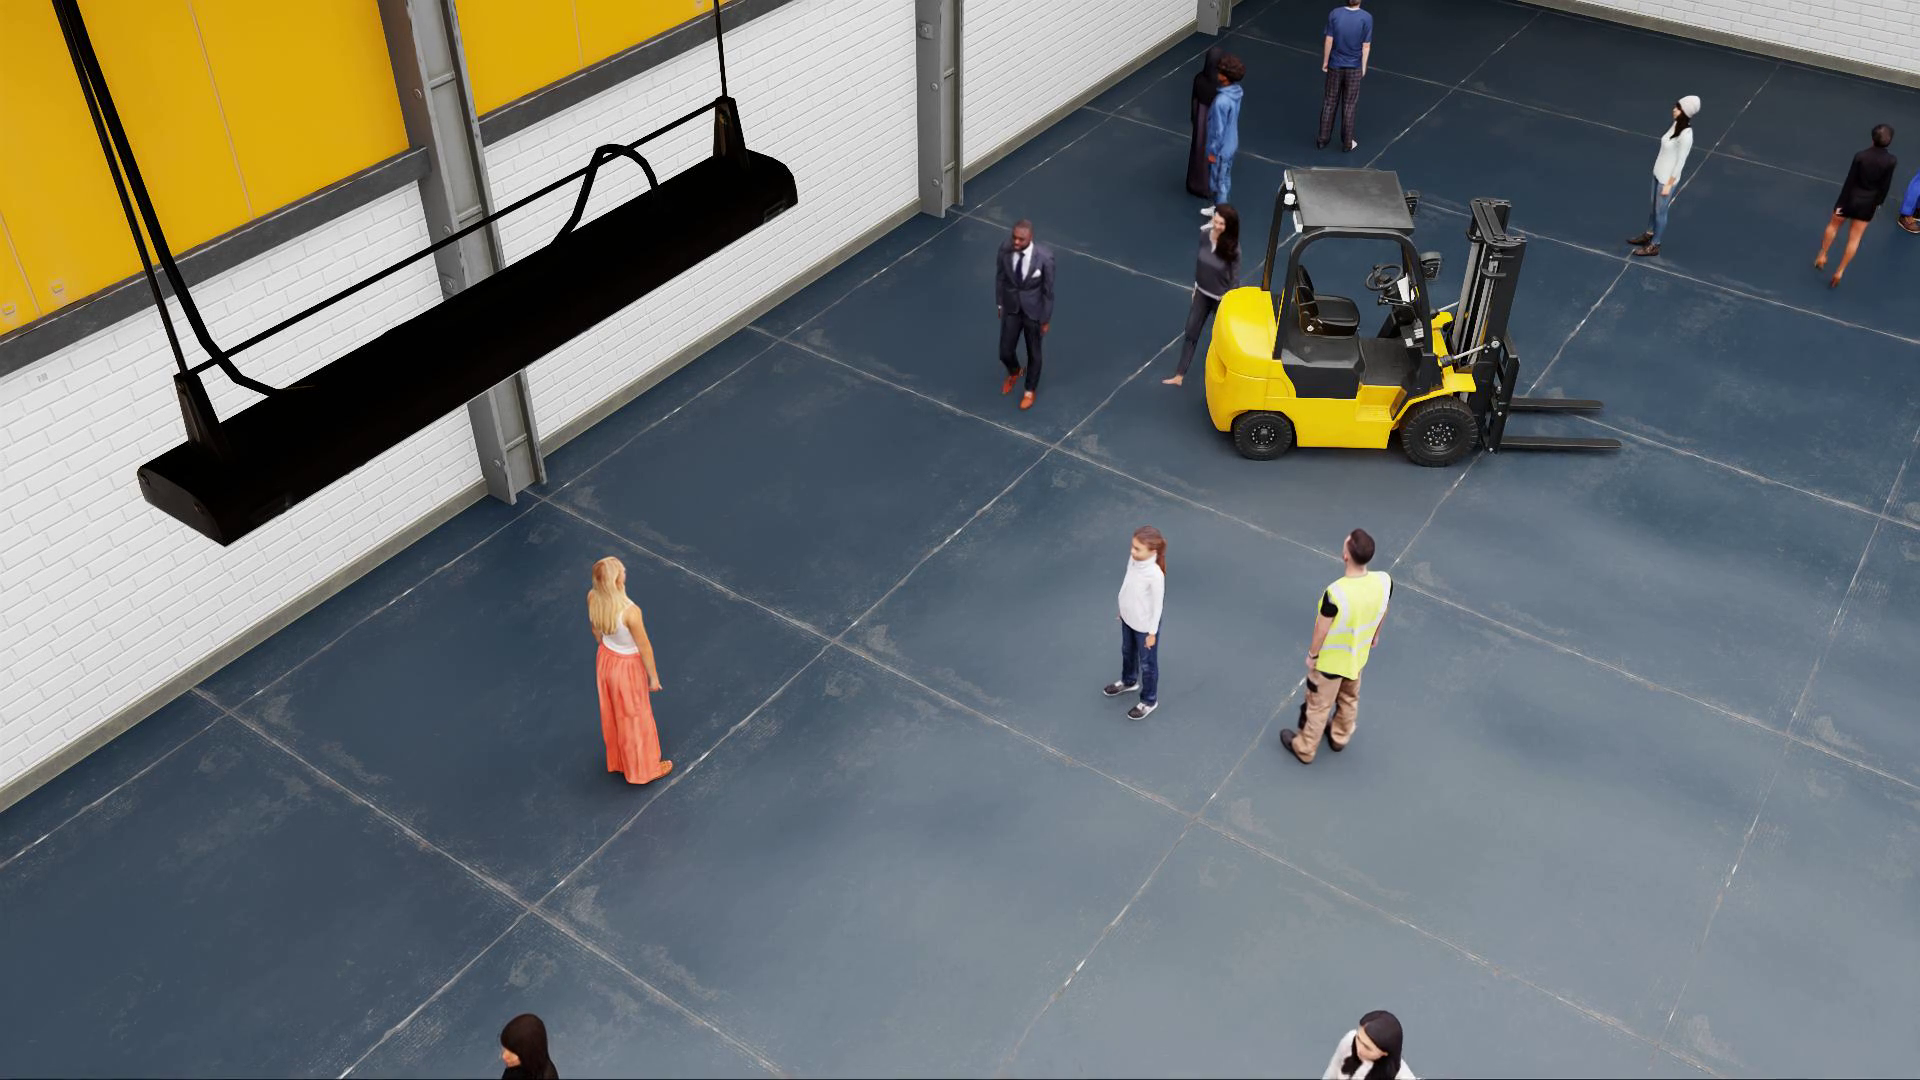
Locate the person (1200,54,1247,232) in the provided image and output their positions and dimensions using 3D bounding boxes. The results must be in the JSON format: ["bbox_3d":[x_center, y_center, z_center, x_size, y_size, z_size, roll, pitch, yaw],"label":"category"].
[{"bbox_3d":[2.639,-3.987,16.636,0.776,1.832,0.603,16,41,19],"label":"person"}]

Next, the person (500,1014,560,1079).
[{"bbox_3d":[-2.037,2.868,8.205,0.589,1.640,0.524,29,47,31],"label":"person"}]

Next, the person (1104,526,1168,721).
[{"bbox_3d":[1.230,0.527,11.203,0.627,1.557,0.608,-20,43,-23],"label":"person"}]

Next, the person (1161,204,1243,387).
[{"bbox_3d":[2.264,-2.149,14.414,0.715,1.733,1.030,31,48,33],"label":"person"}]

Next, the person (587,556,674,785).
[{"bbox_3d":[-2.154,0.831,10.626,0.636,1.802,0.574,26,45,28],"label":"person"}]

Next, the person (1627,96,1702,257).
[{"bbox_3d":[6.914,-3.570,16.264,0.704,1.645,0.597,3,39,4],"label":"person"}]

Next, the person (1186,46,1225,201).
[{"bbox_3d":[2.597,-4.346,17.260,0.624,1.614,0.622,17,42,21],"label":"person"}]

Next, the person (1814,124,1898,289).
[{"bbox_3d":[8.498,-3.122,15.717,0.668,1.628,0.791,13,40,16],"label":"person"}]

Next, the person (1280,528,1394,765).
[{"bbox_3d":[2.458,0.709,10.748,0.815,1.841,0.899,-17,42,-20],"label":"person"}]

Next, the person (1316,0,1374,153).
[{"bbox_3d":[4.179,-5.132,18.039,0.704,1.871,0.619,15,41,18],"label":"person"}]

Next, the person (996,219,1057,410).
[{"bbox_3d":[0.582,-1.976,14.140,0.774,1.804,0.760,14,41,16],"label":"person"}]

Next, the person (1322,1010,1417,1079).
[{"bbox_3d":[2.019,2.852,8.149,0.765,1.735,0.732,-20,43,-23],"label":"person"}]
